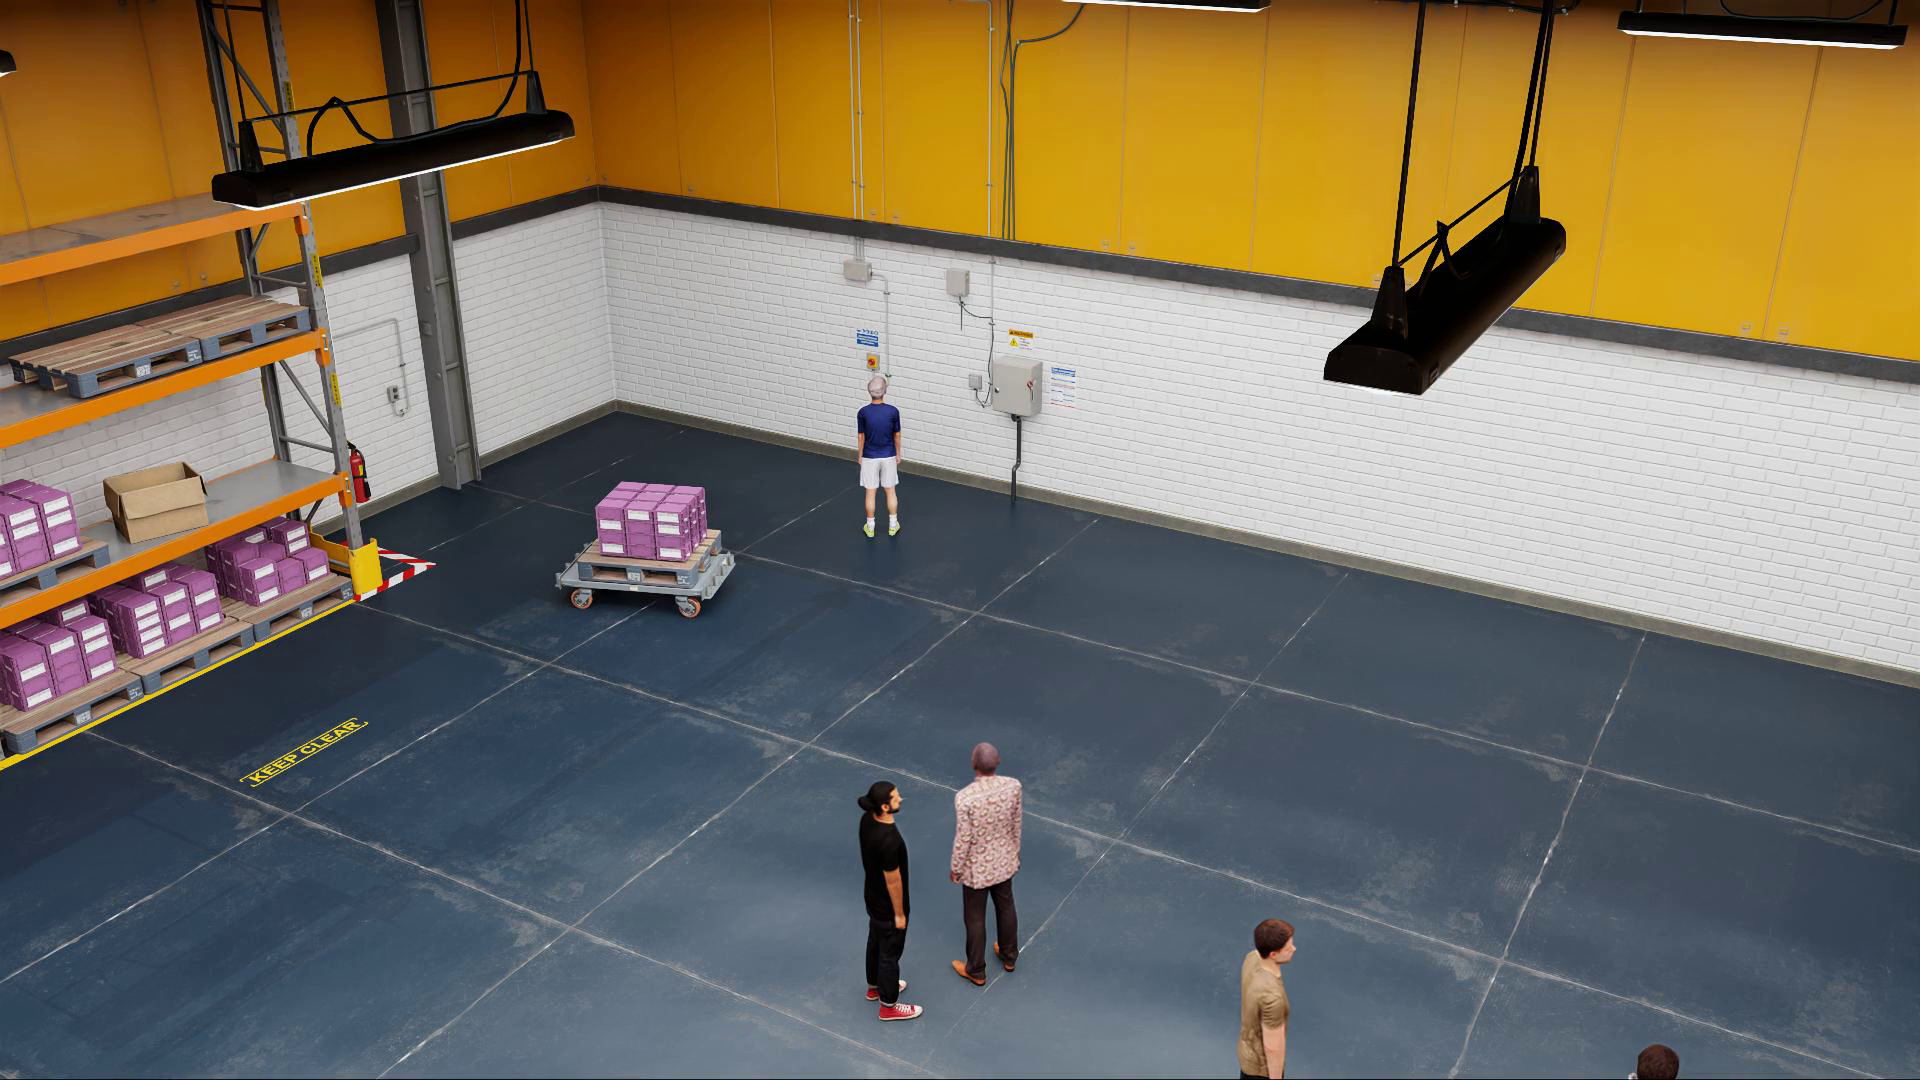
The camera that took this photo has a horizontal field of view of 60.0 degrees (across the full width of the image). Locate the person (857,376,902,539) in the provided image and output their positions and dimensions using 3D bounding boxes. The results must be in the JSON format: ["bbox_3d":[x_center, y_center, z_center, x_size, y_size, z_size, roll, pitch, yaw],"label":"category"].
[{"bbox_3d":[-0.894,-0.927,18.367,0.720,1.838,0.757,-4,24,-8],"label":"person"}]

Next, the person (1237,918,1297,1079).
[{"bbox_3d":[1.718,2.941,9.502,0.814,1.851,0.703,-1,24,-3],"label":"person"}]

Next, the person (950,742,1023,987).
[{"bbox_3d":[0.183,2.185,11.285,0.710,1.808,0.845,-14,27,-29],"label":"person"}]

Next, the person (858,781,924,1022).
[{"bbox_3d":[-0.492,2.356,10.956,0.767,1.758,0.730,-10,25,-21],"label":"person"}]
